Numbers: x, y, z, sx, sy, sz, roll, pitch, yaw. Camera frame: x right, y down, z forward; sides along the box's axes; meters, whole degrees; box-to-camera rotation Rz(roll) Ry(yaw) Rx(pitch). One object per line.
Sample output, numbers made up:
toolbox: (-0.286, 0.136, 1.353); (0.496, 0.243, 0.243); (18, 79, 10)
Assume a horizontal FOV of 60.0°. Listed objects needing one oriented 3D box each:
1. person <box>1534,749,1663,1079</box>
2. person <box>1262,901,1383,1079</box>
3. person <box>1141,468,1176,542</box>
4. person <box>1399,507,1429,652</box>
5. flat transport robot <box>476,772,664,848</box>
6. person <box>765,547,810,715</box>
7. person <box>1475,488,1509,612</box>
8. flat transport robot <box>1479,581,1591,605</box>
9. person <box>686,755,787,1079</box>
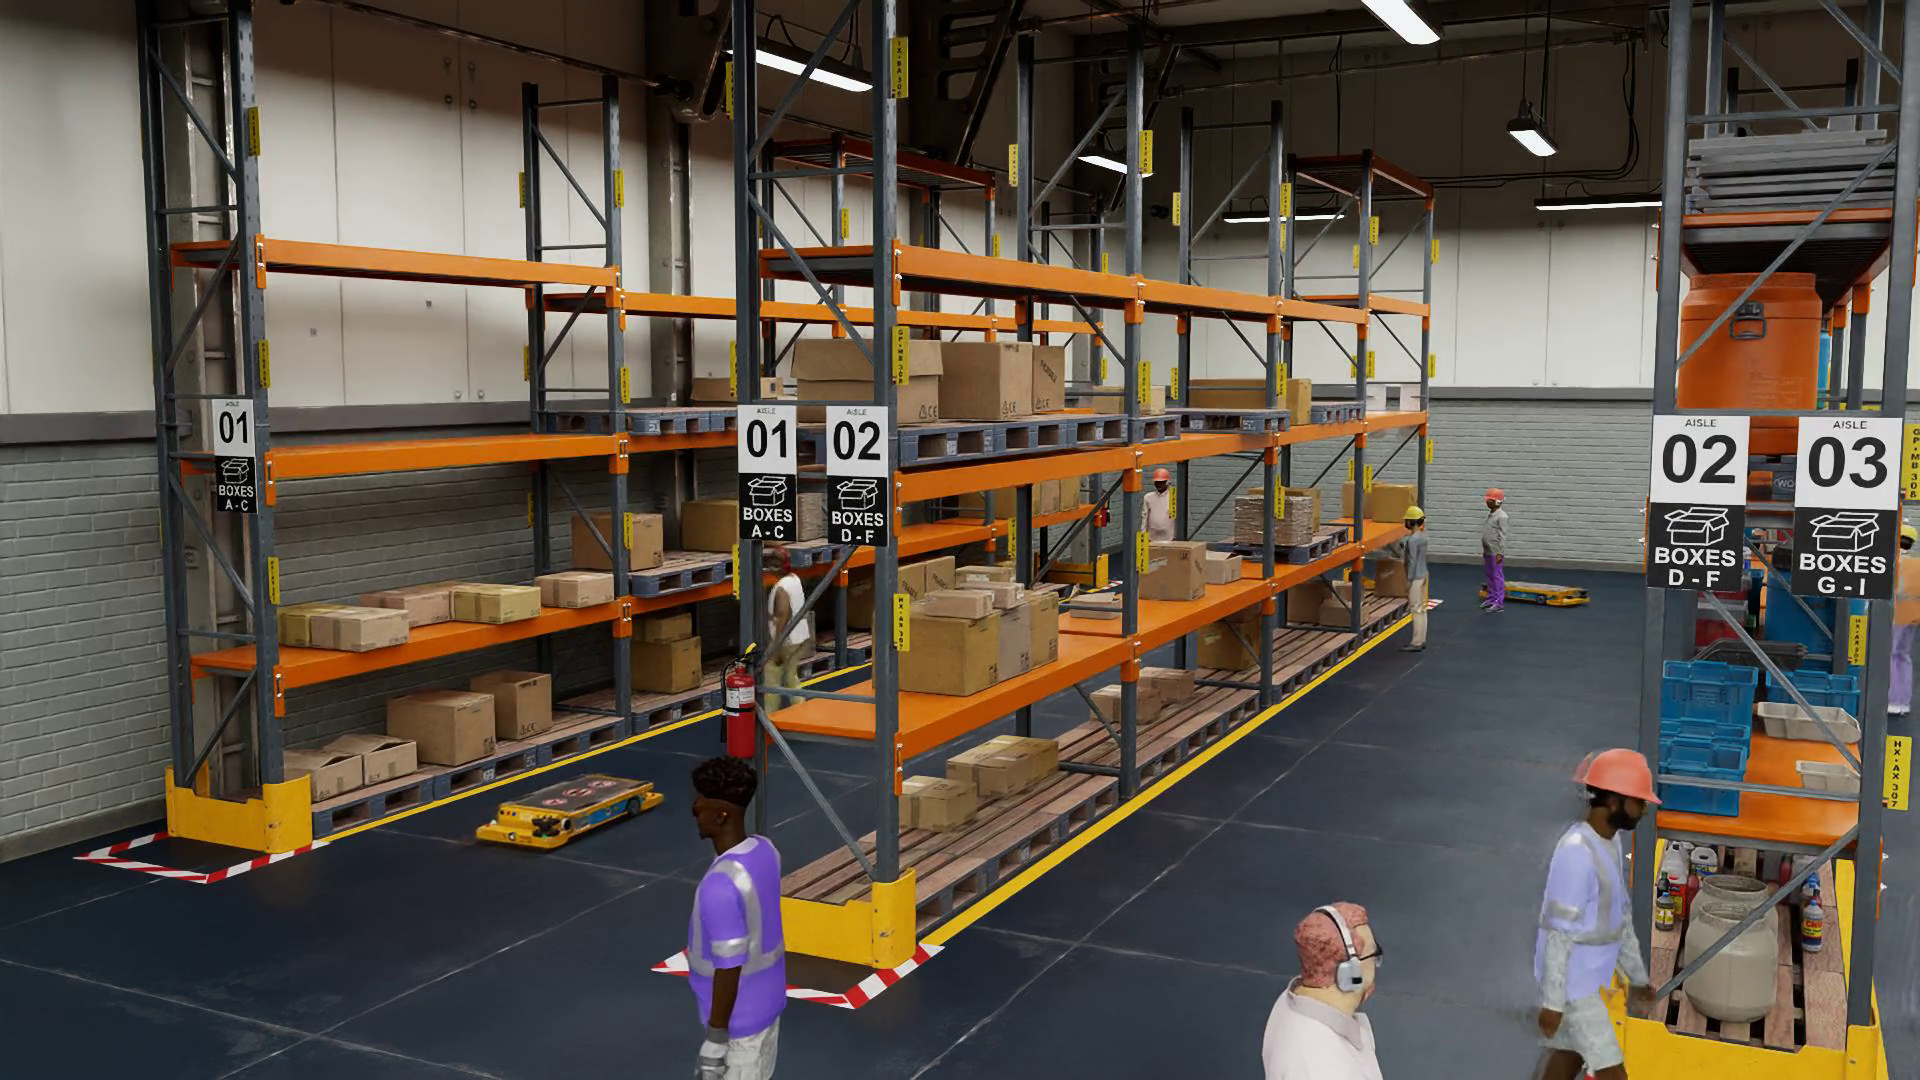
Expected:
person: (2.557, 1.786, 6.752); (0.552, 1.906, 0.556); (3, 7, 26)
person: (1.080, 1.986, 4.800); (0.409, 1.911, 0.650); (0, 6, 3)
person: (2.914, -0.043, 24.127); (0.622, 1.994, 0.381); (3, 6, 24)
person: (5.510, 0.477, 20.207); (0.342, 1.760, 0.539); (4, 7, 33)
flat transport robot: (-2.900, 2.007, 12.487); (0.652, 0.197, 1.431); (3, 6, 24)
person: (-1.685, 0.950, 15.476); (0.582, 1.804, 0.646); (1, 6, 10)
person: (7.539, 0.137, 23.521); (0.318, 1.756, 0.559); (-1, 6, -6)
flat transport robot: (8.455, 0.773, 24.482); (0.652, 0.197, 1.431); (-5, 8, -38)
person: (-0.859, 1.796, 6.383); (0.370, 1.965, 0.608); (1, 6, 10)
